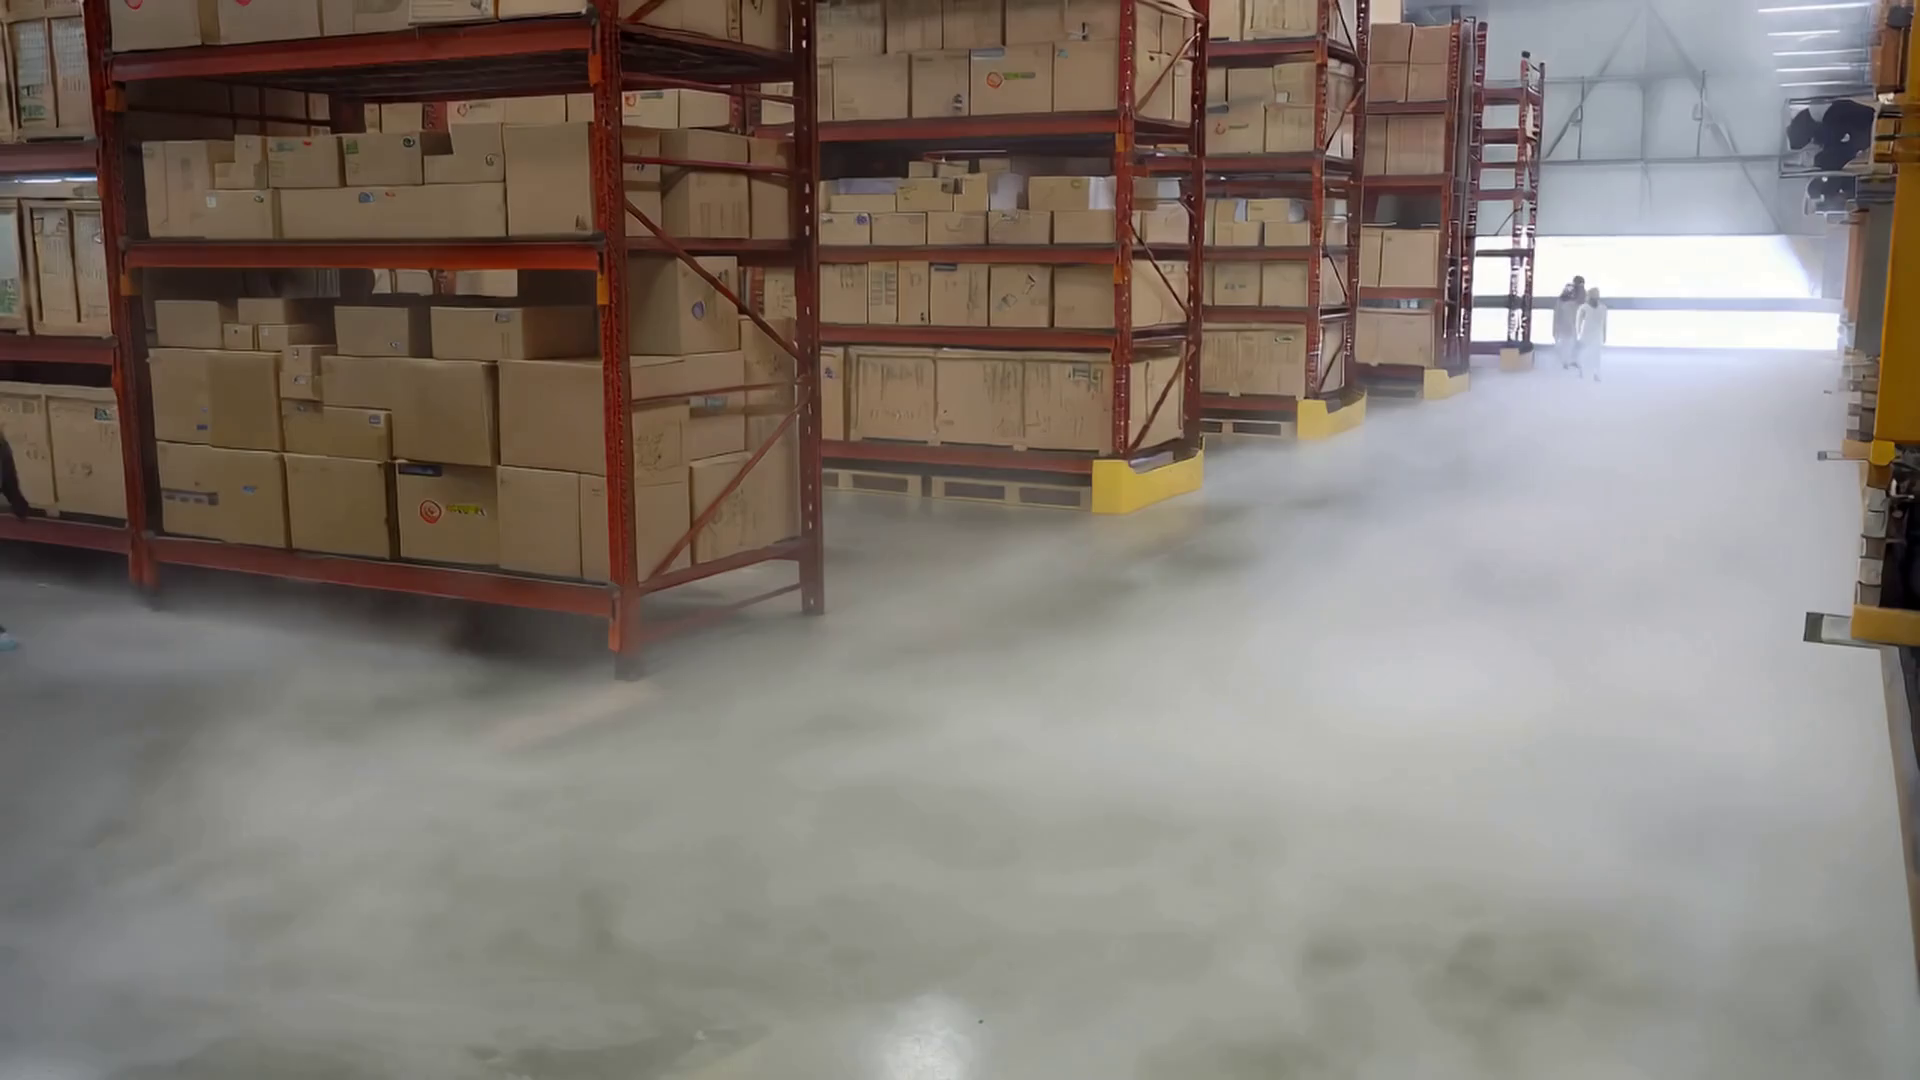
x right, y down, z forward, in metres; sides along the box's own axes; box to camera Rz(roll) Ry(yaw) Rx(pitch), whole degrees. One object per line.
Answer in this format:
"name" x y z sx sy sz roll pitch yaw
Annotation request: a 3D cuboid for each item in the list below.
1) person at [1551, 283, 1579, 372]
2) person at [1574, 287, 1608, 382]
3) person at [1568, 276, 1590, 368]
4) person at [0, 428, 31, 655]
"person" 11.911 -4.182 32.754 0.503 1.731 0.380 5 11 26
"person" 11.554 -3.771 30.482 0.584 1.710 0.901 1 10 6
"person" 12.608 -4.442 33.887 0.661 1.869 0.508 -1 10 -4
"person" -5.895 -0.243 9.786 0.953 1.802 0.619 3 10 17
